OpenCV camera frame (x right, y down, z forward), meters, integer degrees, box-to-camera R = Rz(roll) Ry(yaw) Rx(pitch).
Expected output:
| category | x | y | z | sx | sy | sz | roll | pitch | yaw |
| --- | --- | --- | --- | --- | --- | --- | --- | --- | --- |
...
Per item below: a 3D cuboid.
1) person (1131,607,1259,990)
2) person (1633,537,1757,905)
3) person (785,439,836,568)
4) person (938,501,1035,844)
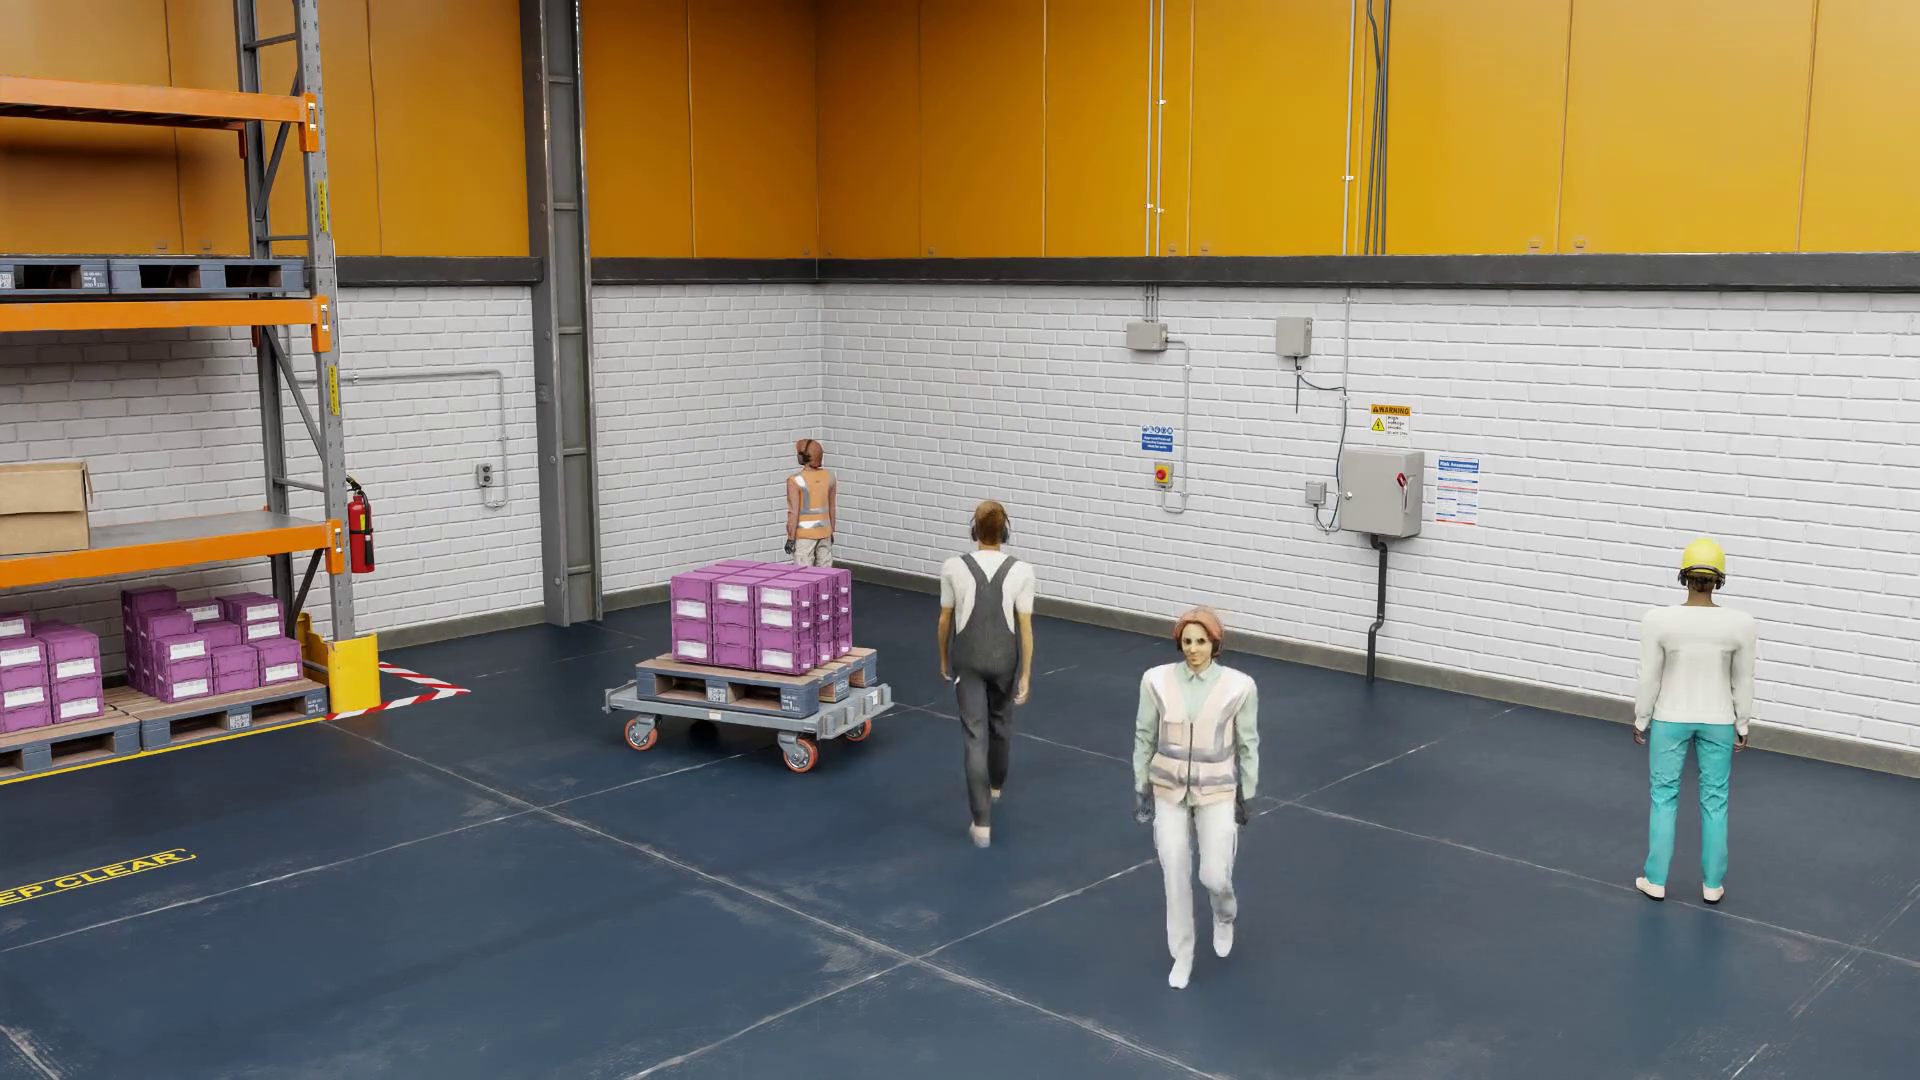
| category | x | y | z | sx | sy | sz | roll | pitch | yaw |
| --- | --- | --- | --- | --- | --- | --- | --- | --- | --- |
| person | 0.996 | 1.081 | 7.066 | 0.519 | 1.628 | 0.411 | 3 | 10 | 18 |
| person | 3.500 | 0.865 | 7.960 | 0.533 | 1.768 | 0.310 | 2 | 9 | 12 |
| person | -1.231 | -0.023 | 13.773 | 0.305 | 1.645 | 0.522 | 9 | 13 | 43 |
| person | 0.141 | 0.673 | 9.090 | 0.513 | 1.780 | 0.999 | -1 | 9 | -4 |
